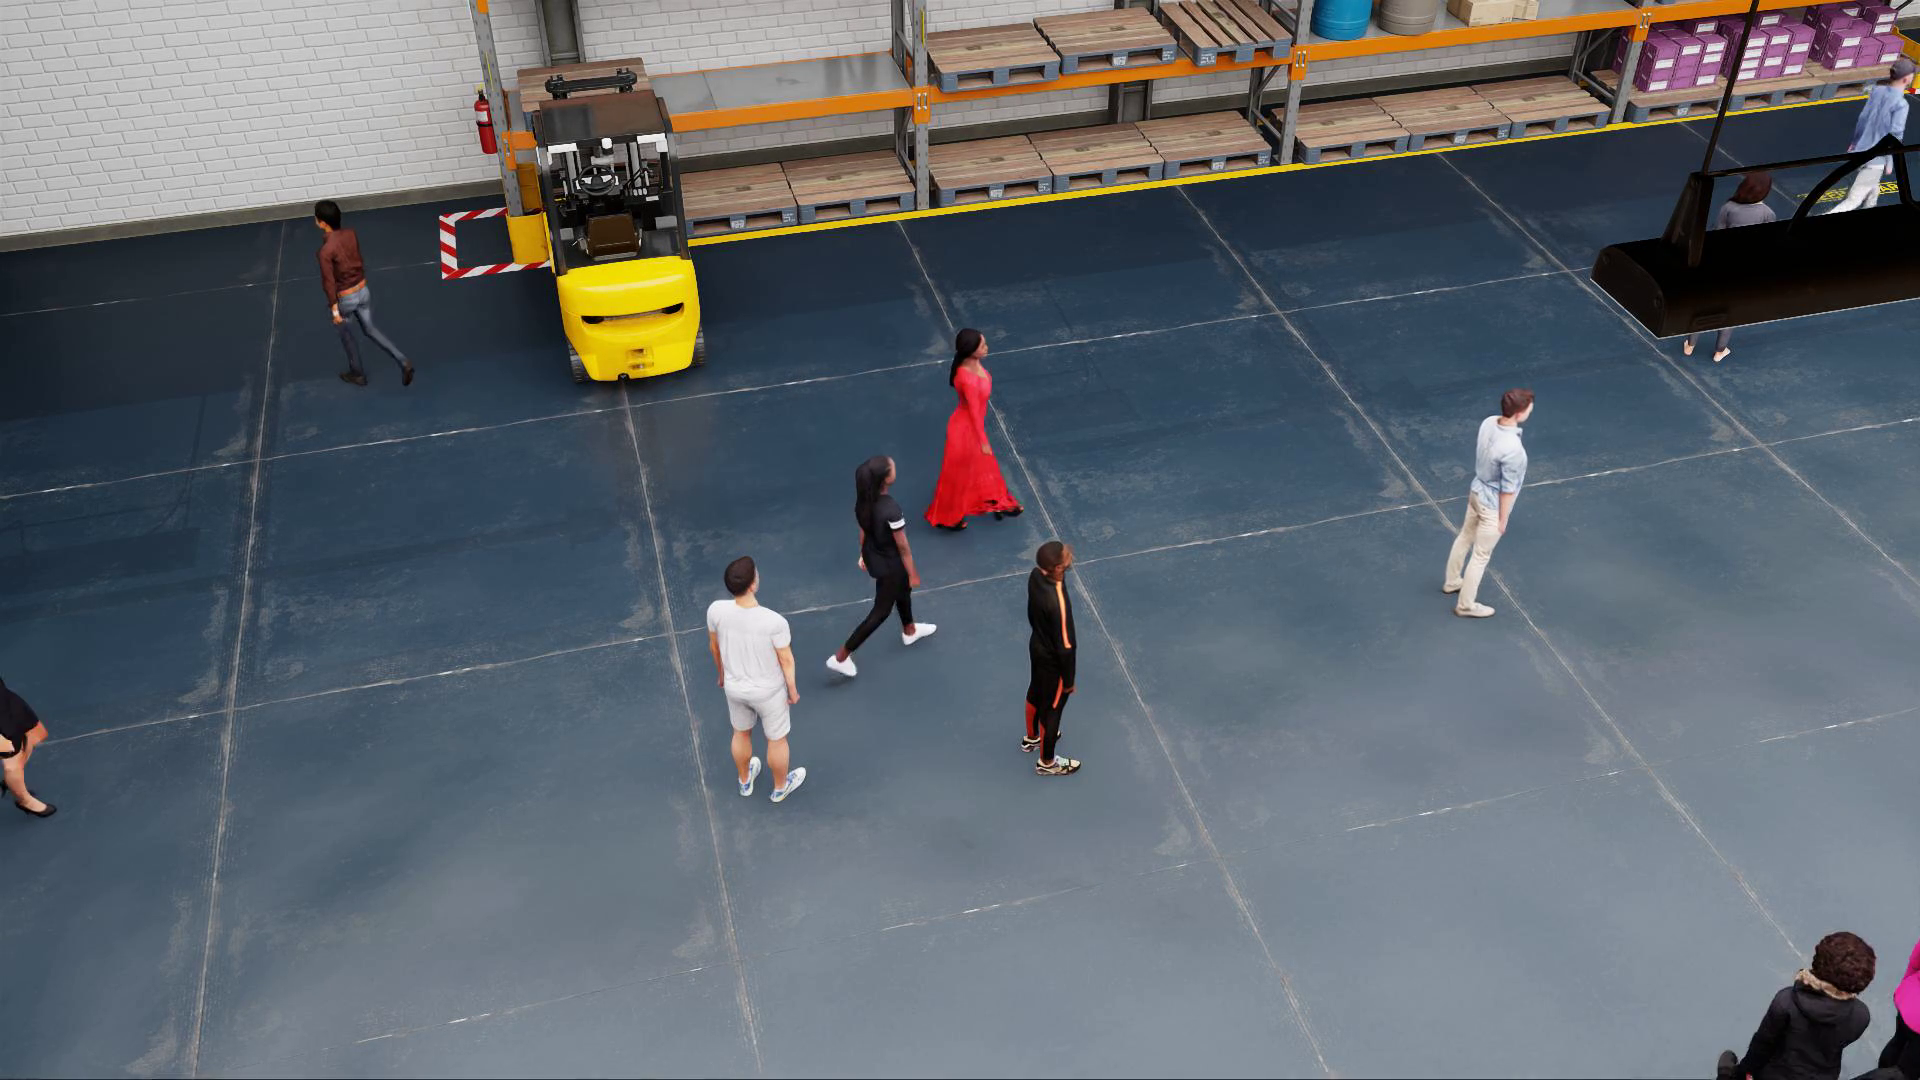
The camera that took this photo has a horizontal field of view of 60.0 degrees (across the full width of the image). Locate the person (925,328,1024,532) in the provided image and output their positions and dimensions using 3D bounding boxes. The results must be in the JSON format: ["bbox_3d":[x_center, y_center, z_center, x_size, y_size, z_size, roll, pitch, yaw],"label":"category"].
[{"bbox_3d":[-0.036,-0.786,12.341,1.065,1.761,0.821,2,39,2],"label":"person"}]

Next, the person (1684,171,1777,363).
[{"bbox_3d":[6.637,-2.362,14.299,0.682,1.770,0.748,19,42,22],"label":"person"}]

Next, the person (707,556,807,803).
[{"bbox_3d":[-1.264,0.867,10.189,0.701,1.853,0.824,11,40,14],"label":"person"}]

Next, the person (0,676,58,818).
[{"bbox_3d":[-5.906,1.090,10.060,0.586,1.665,0.565,-10,40,-12],"label":"person"}]

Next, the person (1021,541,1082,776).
[{"bbox_3d":[0.562,0.718,10.411,0.547,1.808,0.641,-13,40,-15],"label":"person"}]

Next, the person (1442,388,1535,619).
[{"bbox_3d":[3.700,-0.281,11.632,0.565,1.847,0.661,-6,39,-8],"label":"person"}]

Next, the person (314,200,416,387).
[{"bbox_3d":[-5.008,-2.008,13.863,1.126,1.761,1.029,15,41,18],"label":"person"}]

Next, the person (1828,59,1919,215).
[{"bbox_3d":[8.626,-3.650,15.839,1.175,1.861,0.760,-4,39,-5],"label":"person"}]

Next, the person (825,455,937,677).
[{"bbox_3d":[-0.564,0.202,11.149,1.206,1.695,0.808,-19,42,-22],"label":"person"}]

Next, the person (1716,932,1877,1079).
[{"bbox_3d":[4.056,2.652,8.057,1.097,1.725,1.038,10,40,12],"label":"person"}]
